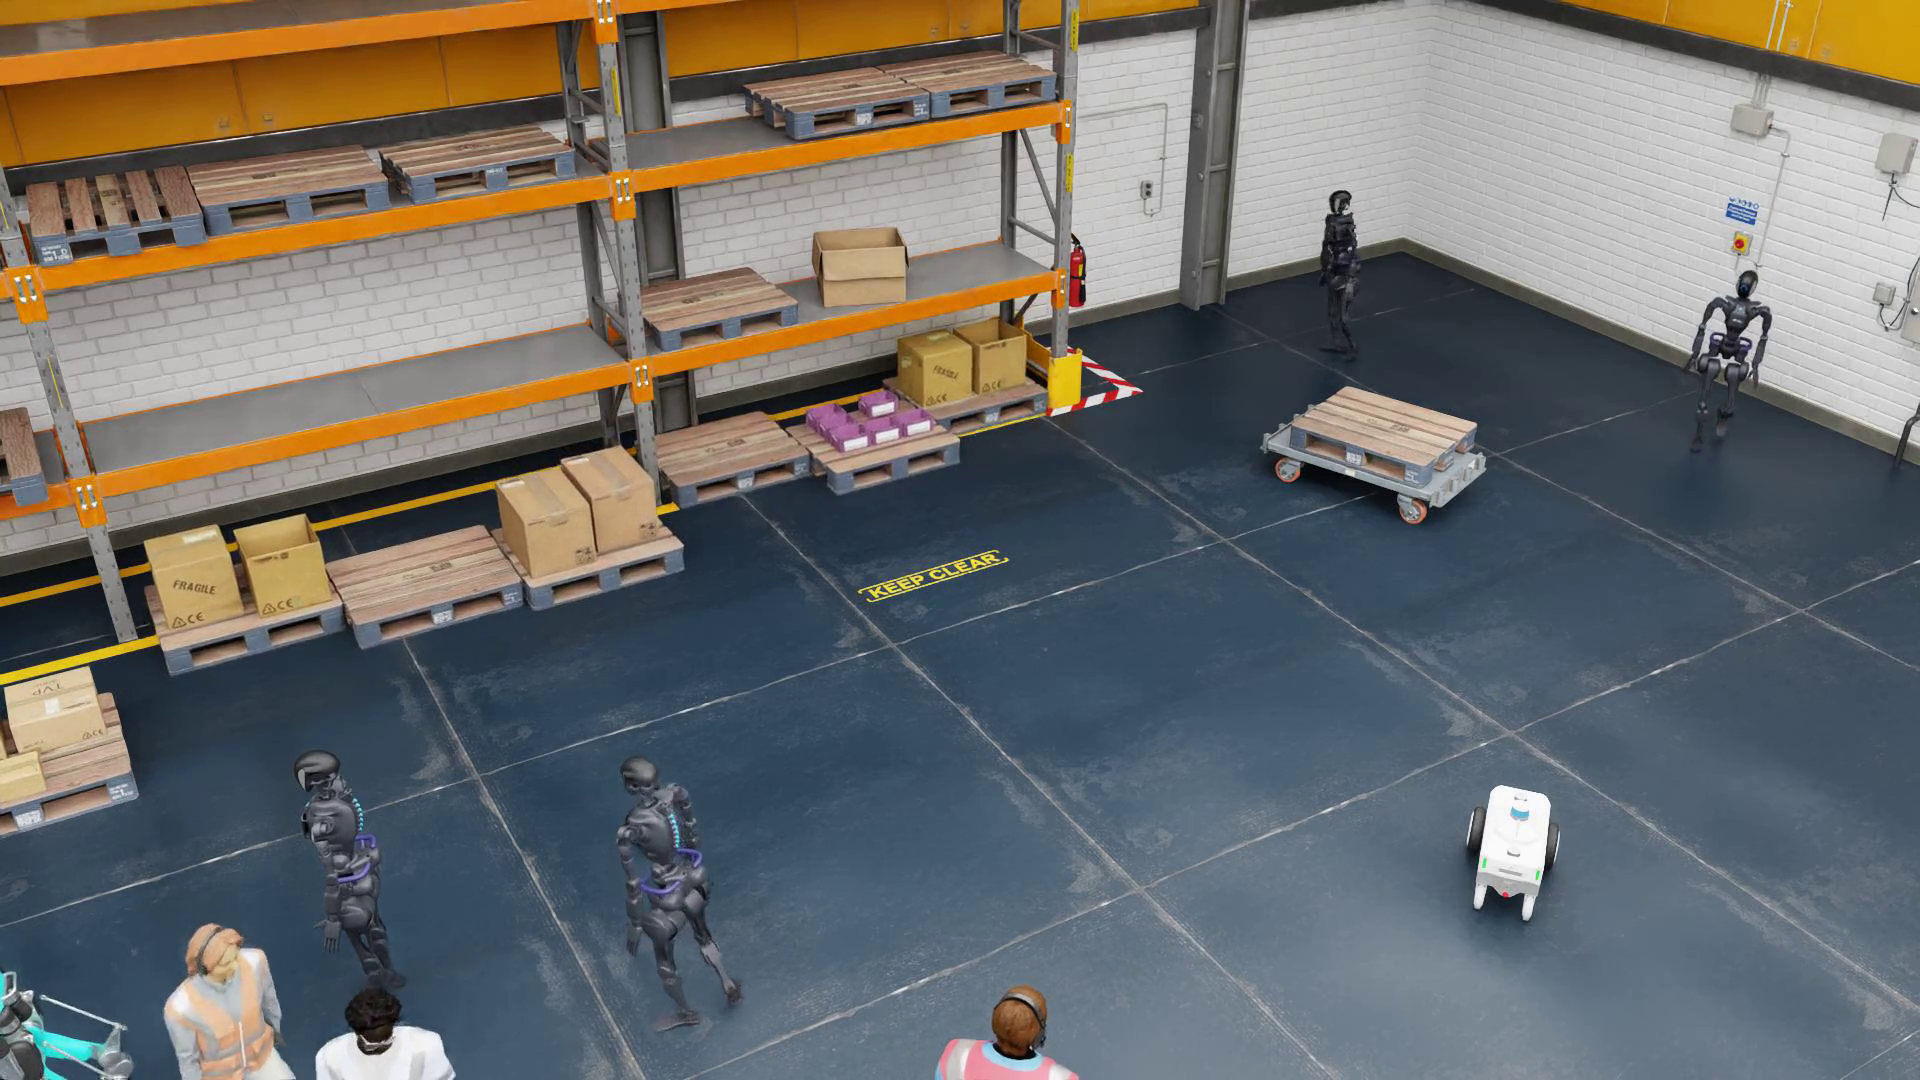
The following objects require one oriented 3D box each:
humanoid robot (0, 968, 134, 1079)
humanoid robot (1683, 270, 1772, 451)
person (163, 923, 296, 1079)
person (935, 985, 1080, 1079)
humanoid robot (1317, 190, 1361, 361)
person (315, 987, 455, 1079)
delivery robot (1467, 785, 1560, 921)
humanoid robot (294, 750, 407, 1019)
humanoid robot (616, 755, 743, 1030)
[{"bbox_3d":[-4.104,2.246,7.516,0.757,1.772,0.530,-14,32,-23],"label":"humanoid robot"},{"bbox_3d":[6.606,-1.585,14.344,0.614,1.641,0.494,14,32,23],"label":"humanoid robot"},{"bbox_3d":[-3.210,2.360,7.422,0.464,1.621,0.520,22,36,34],"label":"person"},{"bbox_3d":[0.214,2.564,6.854,0.628,1.835,0.431,10,31,17],"label":"person"},{"bbox_3d":[3.723,-2.582,16.110,0.411,1.639,0.604,-11,31,-18],"label":"humanoid robot"},{"bbox_3d":[-2.409,2.564,7.008,0.568,1.655,0.773,-1,29,-2],"label":"person"},{"bbox_3d":[3.189,1.759,9.590,0.499,0.614,0.808,10,31,18],"label":"delivery robot"},{"bbox_3d":[-3.099,1.751,8.430,0.315,1.657,0.599,-4,30,-7],"label":"humanoid robot"},{"bbox_3d":[-1.421,1.791,8.382,0.473,1.644,0.614,15,33,25],"label":"humanoid robot"}]
